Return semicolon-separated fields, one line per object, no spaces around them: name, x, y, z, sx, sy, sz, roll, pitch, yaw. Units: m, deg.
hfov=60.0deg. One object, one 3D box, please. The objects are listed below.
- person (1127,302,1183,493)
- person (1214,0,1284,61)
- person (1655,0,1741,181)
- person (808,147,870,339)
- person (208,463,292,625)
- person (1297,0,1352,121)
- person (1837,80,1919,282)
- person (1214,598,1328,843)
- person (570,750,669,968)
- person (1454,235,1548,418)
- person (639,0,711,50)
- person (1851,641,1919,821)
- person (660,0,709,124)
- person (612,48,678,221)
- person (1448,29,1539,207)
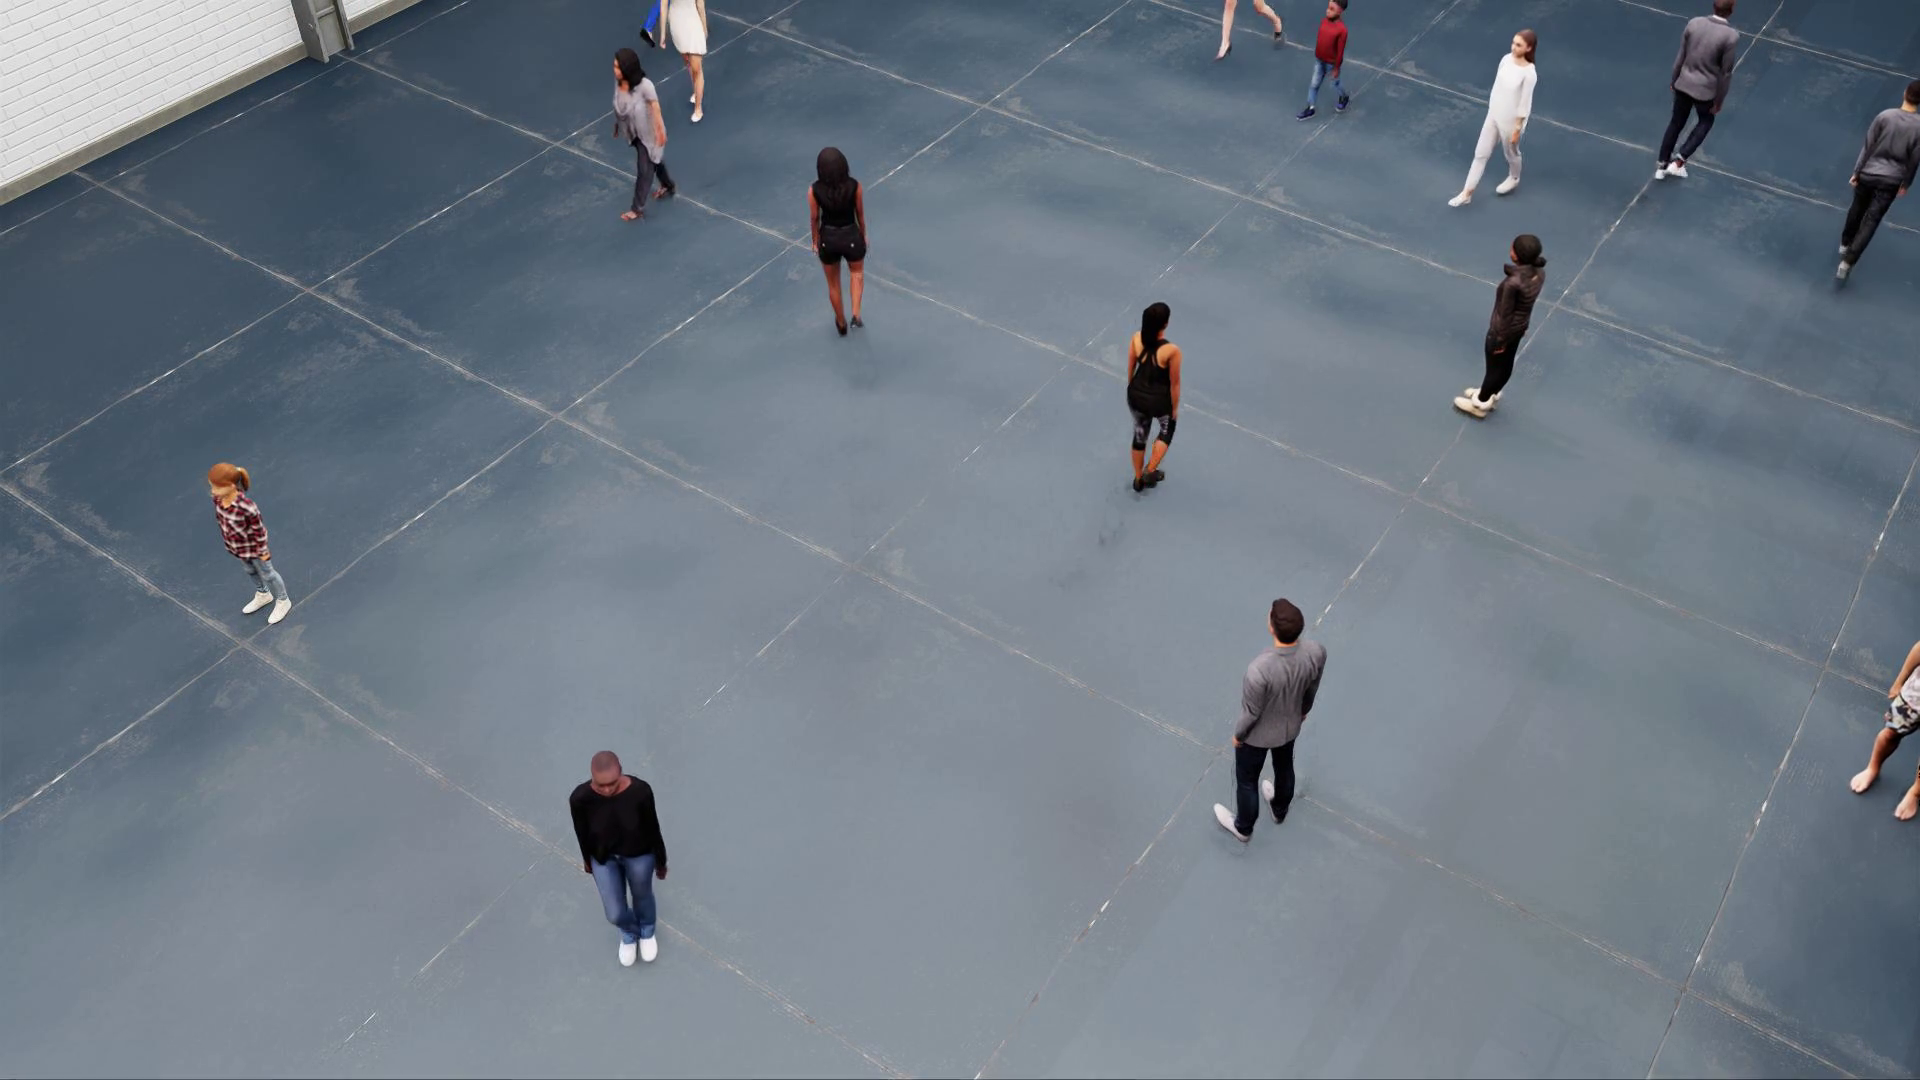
person;1.348;-0.988;11.996;0.600;1.655;0.550;25;49;24
person;3.028;-5.740;16.906;1.158;1.763;0.813;-29;51;-27
person;6.648;-4.070;15.122;0.745;1.805;0.808;-30;51;-28
person;-0.950;-2.322;13.344;0.763;1.728;0.820;-4;44;-4
person;-4.802;-0.002;11.215;0.550;1.305;0.548;20;47;20
person;3.645;-4.700;16.195;0.879;1.238;0.645;-28;50;-27
person;7.775;-3.029;14.081;0.618;1.735;1.072;26;50;25
person;1.810;1.063;9.686;0.702;1.871;0.836;-19;47;-19
person;-1.853;1.665;9.150;0.706;1.740;0.769;-8;44;-8
person;4.166;-1.603;12.638;0.686;1.659;0.629;8;44;8
person;-3.008;-5.842;17.078;1.108;1.673;0.765;-33;53;-30
person;5.842;0.918;9.885;0.641;1.807;0.724;-33;53;-30
person;-2.649;-5.032;16.221;0.828;1.682;1.041;9;44;9
person;-2.783;-3.700;14.909;0.703;1.565;1.040;31;52;29
person;4.971;-3.792;14.944;1.148;1.648;0.885;-23;48;-22
